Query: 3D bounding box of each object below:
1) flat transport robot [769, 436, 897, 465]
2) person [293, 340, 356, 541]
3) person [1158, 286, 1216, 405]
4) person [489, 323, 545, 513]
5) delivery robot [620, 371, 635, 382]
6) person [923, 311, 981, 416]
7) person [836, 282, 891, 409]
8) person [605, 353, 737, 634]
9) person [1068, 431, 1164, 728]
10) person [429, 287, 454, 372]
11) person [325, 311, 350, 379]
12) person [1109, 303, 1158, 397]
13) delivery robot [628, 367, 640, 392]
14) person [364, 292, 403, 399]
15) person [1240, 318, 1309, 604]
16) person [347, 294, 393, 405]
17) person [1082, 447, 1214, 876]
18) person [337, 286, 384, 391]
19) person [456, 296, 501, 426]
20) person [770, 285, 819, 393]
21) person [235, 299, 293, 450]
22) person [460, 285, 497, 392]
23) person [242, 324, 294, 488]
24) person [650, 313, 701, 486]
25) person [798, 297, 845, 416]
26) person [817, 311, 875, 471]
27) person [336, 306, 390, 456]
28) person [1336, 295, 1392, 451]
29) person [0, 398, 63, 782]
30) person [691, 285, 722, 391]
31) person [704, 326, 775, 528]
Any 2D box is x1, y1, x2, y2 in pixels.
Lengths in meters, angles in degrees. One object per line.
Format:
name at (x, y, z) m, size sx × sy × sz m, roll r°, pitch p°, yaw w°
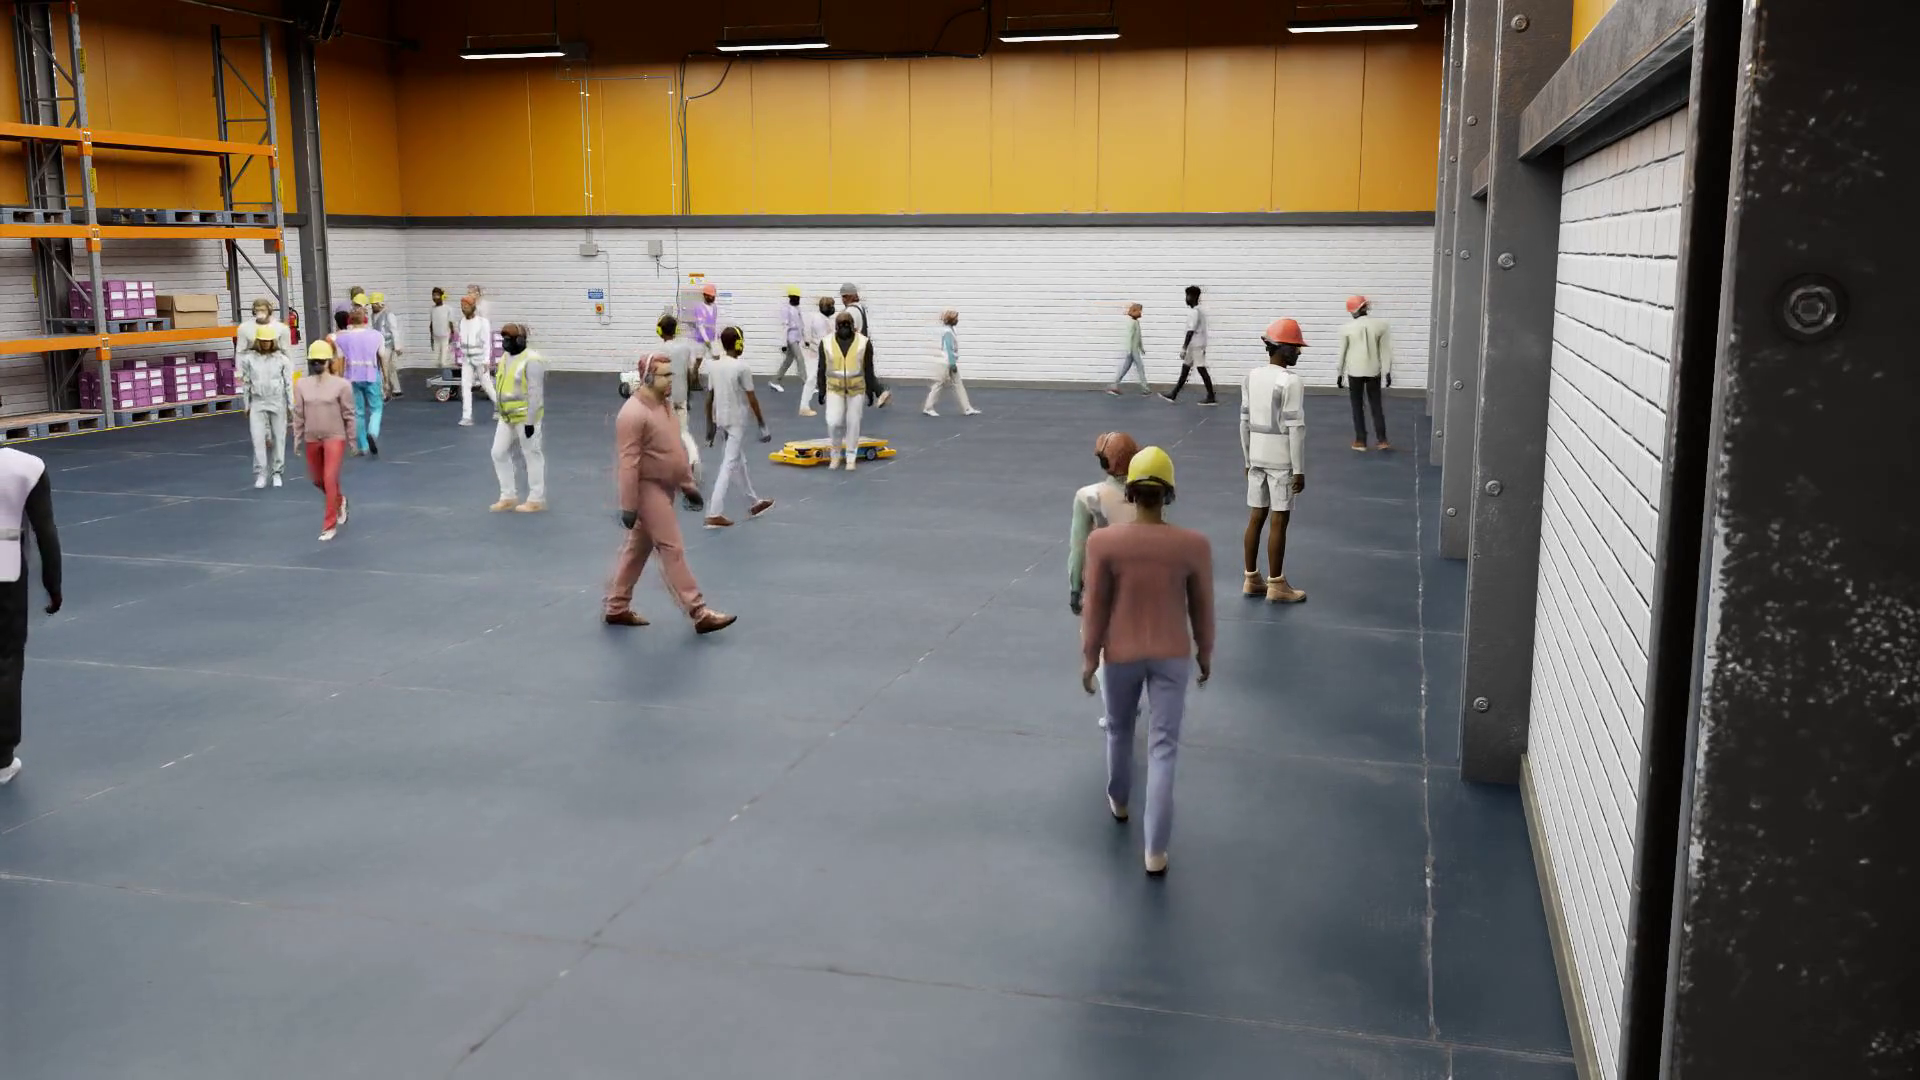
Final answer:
flat transport robot at (-1.507, -1.080, 19.876) m, size 1.431 × 0.197 × 0.652 m, roll -9°, pitch 13°, yaw -41°
person at (-5.601, -0.907, 14.743) m, size 0.528 × 1.746 × 0.781 m, roll 1°, pitch 10°, yaw 4°
person at (3.704, -3.121, 26.786) m, size 0.988 × 1.903 × 0.630 m, roll 3°, pitch 10°, yaw 15°
person at (-4.270, -1.147, 15.845) m, size 0.653 × 1.824 × 0.632 m, roll 9°, pitch 13°, yaw 42°
delivery robot at (-5.372, -2.732, 28.162) m, size 0.707 × 0.478 × 0.477 m, roll 0°, pitch 10°, yaw -1°
person at (-0.153, -2.641, 24.974) m, size 0.880 × 1.587 × 0.538 m, roll 1°, pitch 10°, yaw 8°
person at (-1.570, -3.038, 25.951) m, size 0.878 × 2.000 × 0.685 m, roll 3°, pitch 11°, yaw 18°
person at (-1.964, -0.306, 10.998) m, size 0.990 × 1.854 × 0.660 m, roll 2°, pitch 10°, yaw 10°
person at (0.821, 0.258, 8.498) m, size 0.515 × 1.620 × 0.587 m, roll -3°, pitch 10°, yaw -17°
person at (-9.034, -3.504, 29.147) m, size 0.520 × 1.856 × 0.548 m, roll 3°, pitch 10°, yaw 17°
person at (-8.534, -2.361, 23.199) m, size 0.542 × 1.669 × 0.776 m, roll -7°, pitch 12°, yaw -34°
person at (2.954, -3.244, 28.411) m, size 0.850 × 1.593 × 0.514 m, roll 2°, pitch 10°, yaw 12°
delivery robot at (-5.315, -2.632, 27.592) m, size 0.477 × 0.478 × 0.707 m, roll -2°, pitch 10°, yaw -14°
person at (-9.691, -3.219, 27.683) m, size 0.623 × 1.785 × 0.878 m, roll 8°, pitch 13°, yaw 39°
person at (2.280, -0.568, 11.967) m, size 0.387 × 2.039 × 0.615 m, roll -6°, pitch 11°, yaw -28°
person at (-9.495, -3.024, 26.570) m, size 0.599 × 1.785 × 0.866 m, roll 4°, pitch 11°, yaw 22°
person at (0.791, 0.468, 6.999) m, size 0.545 × 1.724 × 0.890 m, roll 1°, pitch 10°, yaw 8°
person at (-10.136, -3.293, 27.857) m, size 0.725 × 1.881 × 0.951 m, roll 4°, pitch 11°, yaw 20°
person at (-6.951, -2.591, 23.972) m, size 0.576 × 1.859 × 0.895 m, roll 3°, pitch 10°, yaw 17°
person at (-2.940, -3.515, 29.097) m, size 0.969 × 1.888 × 0.586 m, roll 3°, pitch 10°, yaw 14°
person at (-8.728, -2.059, 20.831) m, size 0.656 × 1.893 × 0.983 m, roll -1°, pitch 10°, yaw -7°
person at (-8.474, -3.519, 29.122) m, size 0.756 × 1.872 × 0.678 m, roll -6°, pitch 12°, yaw -33°
person at (-7.280, -1.399, 17.531) m, size 0.511 × 1.722 × 0.636 m, roll -3°, pitch 11°, yaw -19°
person at (-3.030, -1.485, 17.722) m, size 0.522 × 1.850 × 0.796 m, roll -7°, pitch 12°, yaw -33°
person at (-2.000, -2.740, 24.982) m, size 0.976 × 1.793 × 0.618 m, roll 2°, pitch 10°, yaw 11°
person at (-1.296, -1.681, 18.885) m, size 0.656 × 1.822 × 0.475 m, roll 0°, pitch 10°, yaw -2°
person at (-7.230, -1.912, 20.162) m, size 0.591 × 1.831 × 0.567 m, roll -3°, pitch 10°, yaw -14°
person at (5.056, -2.101, 20.903) m, size 0.647 × 1.946 × 0.517 m, roll 0°, pitch 10°, yaw 1°
person at (-4.689, 0.194, 8.055) m, size 0.621 × 1.890 × 0.661 m, roll -4°, pitch 11°, yaw -21°
person at (-4.400, -3.530, 29.189) m, size 1.031 × 1.874 × 0.546 m, roll 8°, pitch 13°, yaw 38°
person at (-2.017, -1.049, 15.313) m, size 0.519 × 1.823 × 0.968 m, roll 9°, pitch 13°, yaw 41°
